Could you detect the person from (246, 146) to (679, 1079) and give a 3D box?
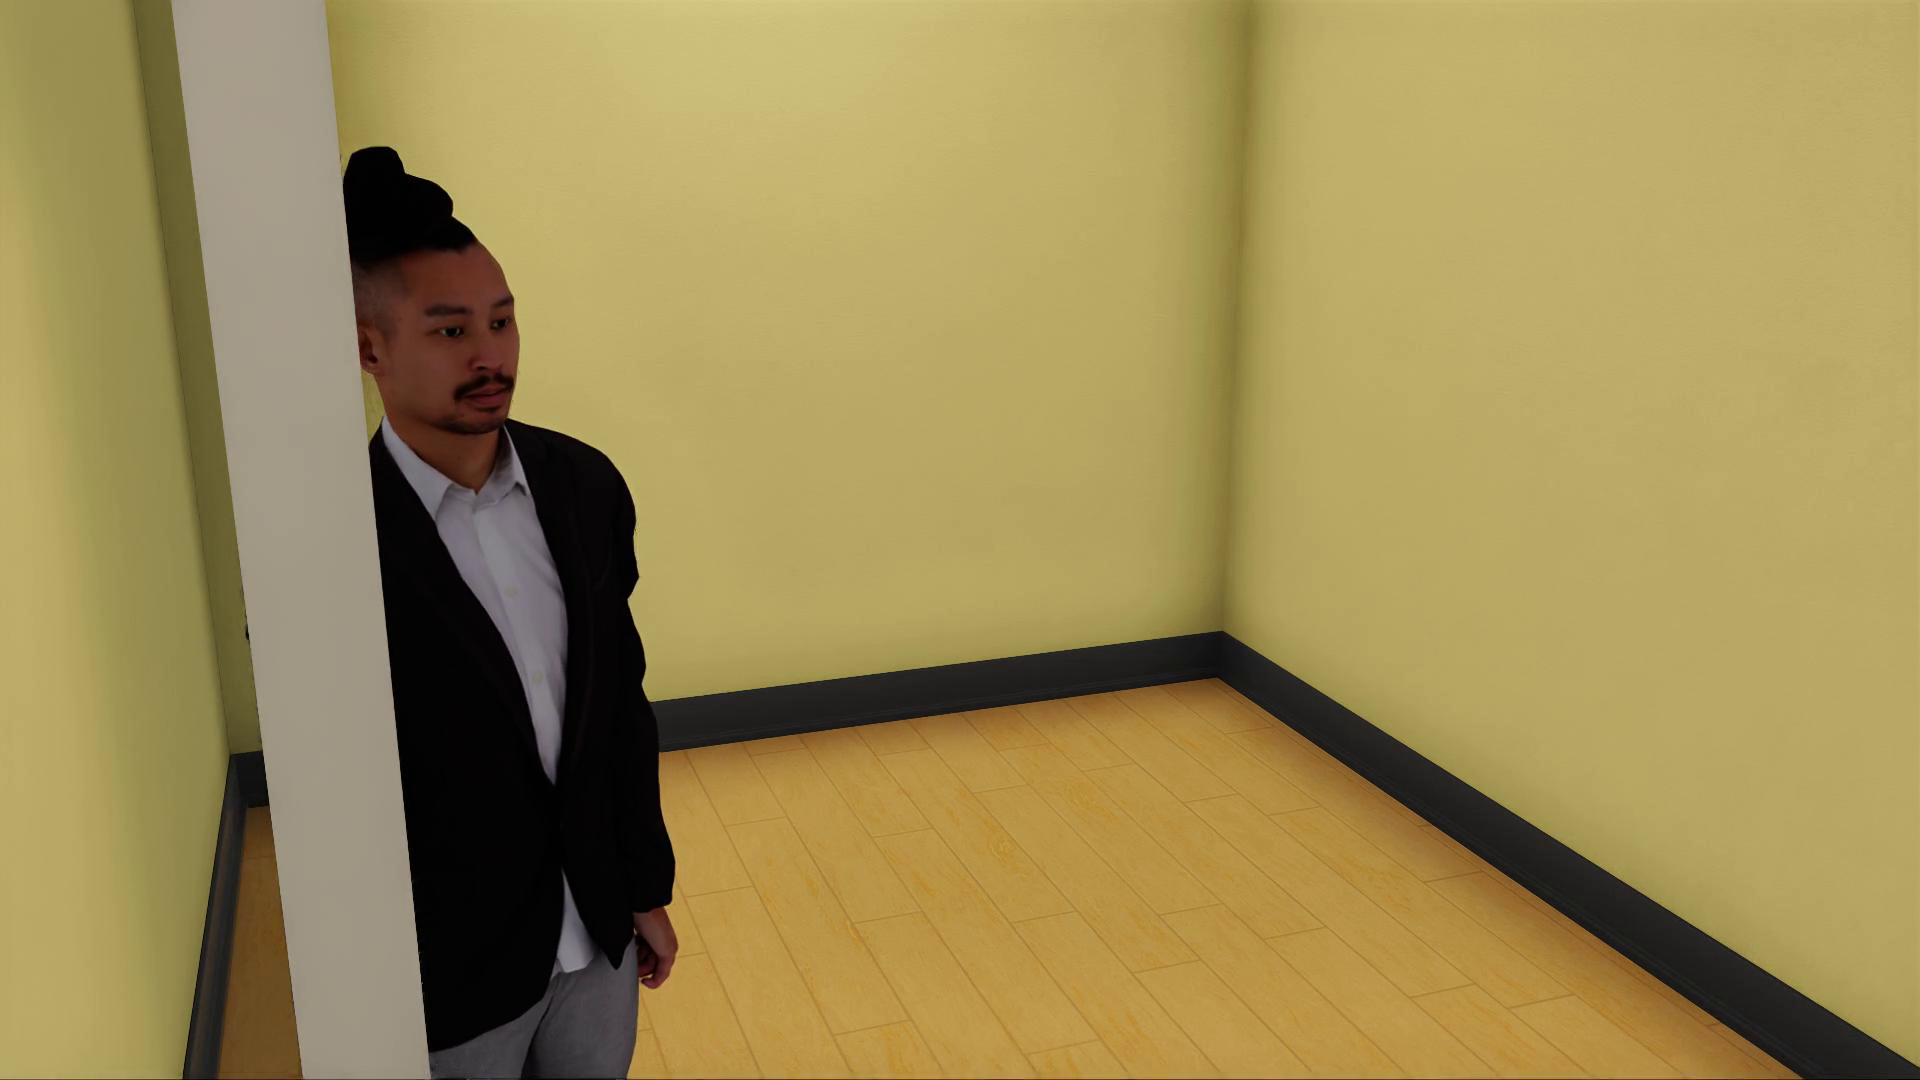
[{"bbox_3d":[-0.628,0.479,2.181,0.858,1.951,0.744,12,19,35],"label":"person"}]
